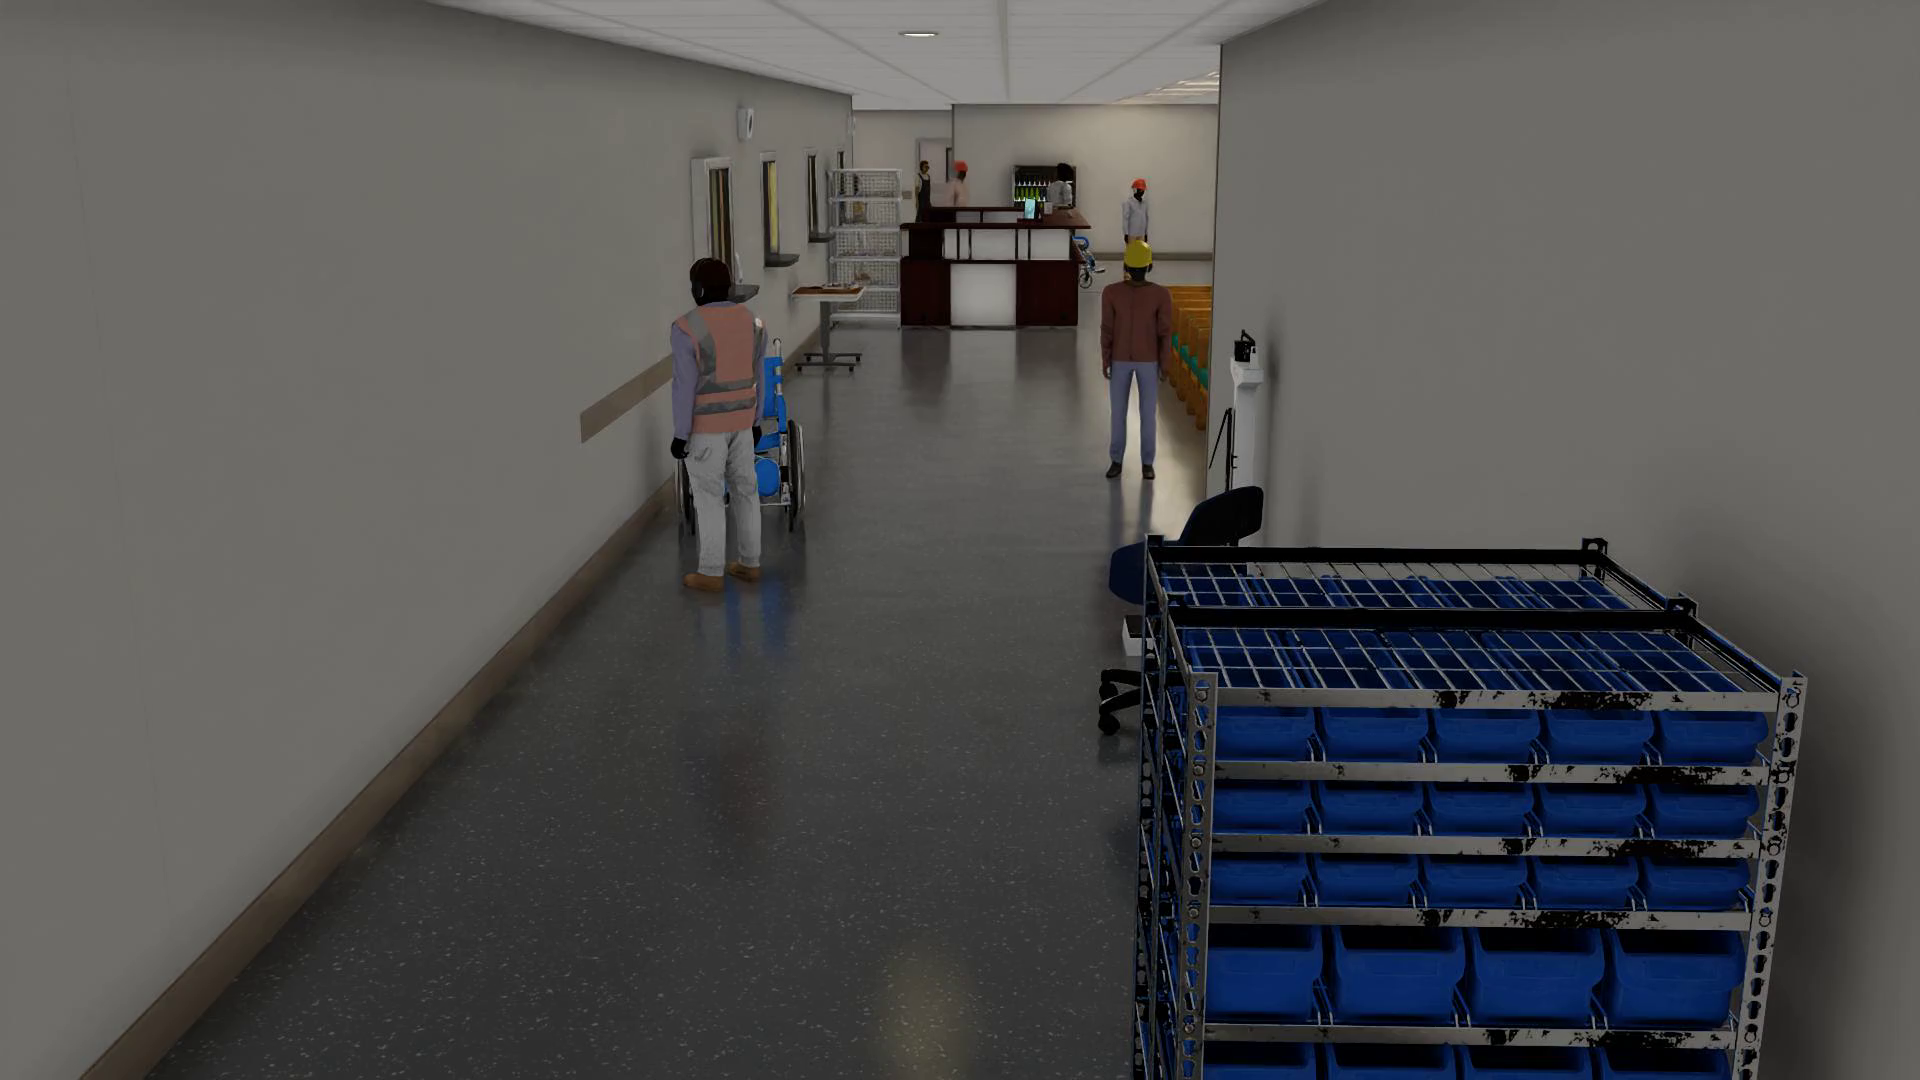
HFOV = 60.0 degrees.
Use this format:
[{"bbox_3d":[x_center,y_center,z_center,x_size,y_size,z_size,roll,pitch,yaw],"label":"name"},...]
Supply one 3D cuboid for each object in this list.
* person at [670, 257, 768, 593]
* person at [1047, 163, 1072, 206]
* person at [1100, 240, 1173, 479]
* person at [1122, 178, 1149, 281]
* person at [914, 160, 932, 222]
[{"bbox_3d":[-1.350,-0.634,9.212,0.429,1.842,0.633,13,19,41],"label":"person"},{"bbox_3d":[1.794,-5.685,29.467,0.376,1.959,0.603,-10,17,-35],"label":"person"},{"bbox_3d":[1.275,-1.298,12.108,0.522,1.752,0.374,3,14,13],"label":"person"},{"bbox_3d":[2.926,-5.094,27.511,0.564,1.743,0.352,-11,17,-37],"label":"person"},{"bbox_3d":[-0.843,-7.776,38.187,0.325,1.843,0.517,11,17,37],"label":"person"}]
